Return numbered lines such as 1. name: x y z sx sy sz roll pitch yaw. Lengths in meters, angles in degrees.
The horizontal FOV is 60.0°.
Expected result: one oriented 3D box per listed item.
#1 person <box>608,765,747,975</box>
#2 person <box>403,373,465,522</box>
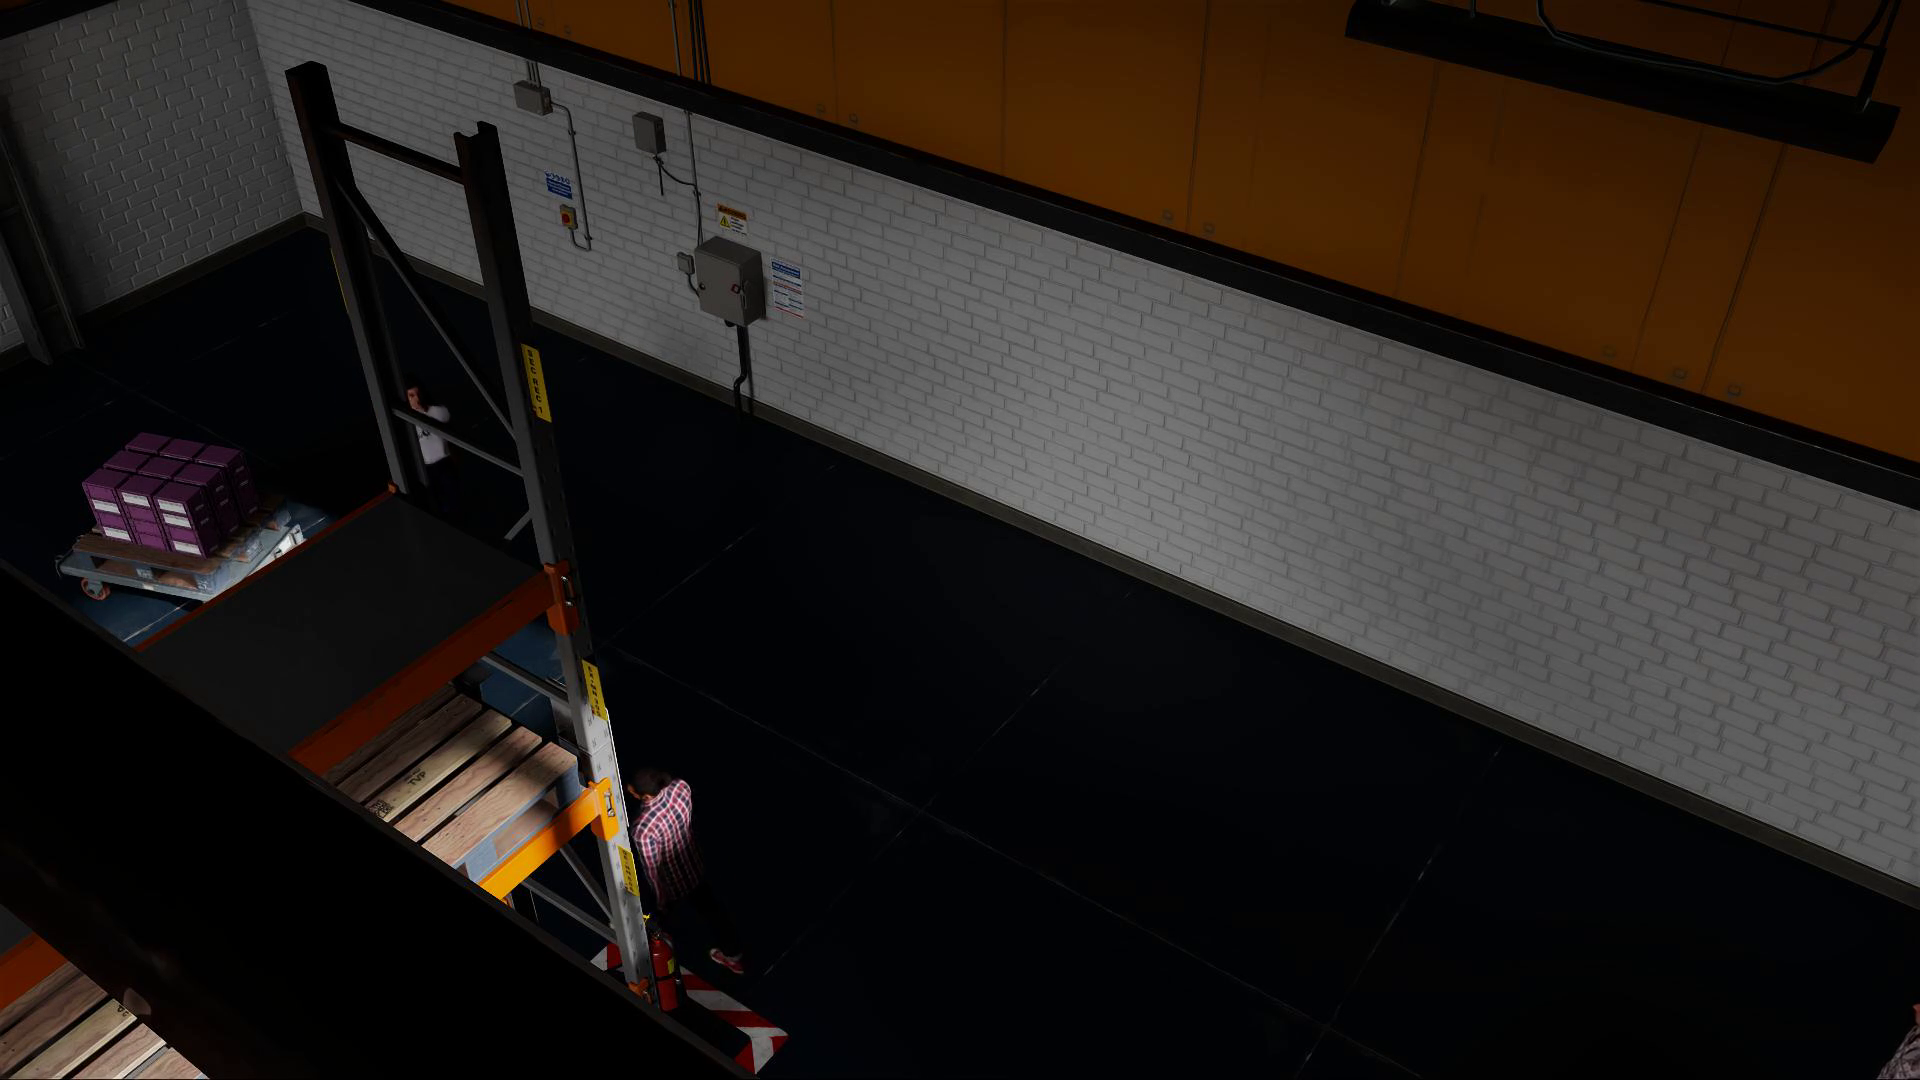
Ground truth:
1. person: -1.605 1.961 9.726 0.851 1.711 1.107 20 43 24
2. person: -4.086 -0.529 12.803 0.906 1.762 0.806 -26 46 -29
